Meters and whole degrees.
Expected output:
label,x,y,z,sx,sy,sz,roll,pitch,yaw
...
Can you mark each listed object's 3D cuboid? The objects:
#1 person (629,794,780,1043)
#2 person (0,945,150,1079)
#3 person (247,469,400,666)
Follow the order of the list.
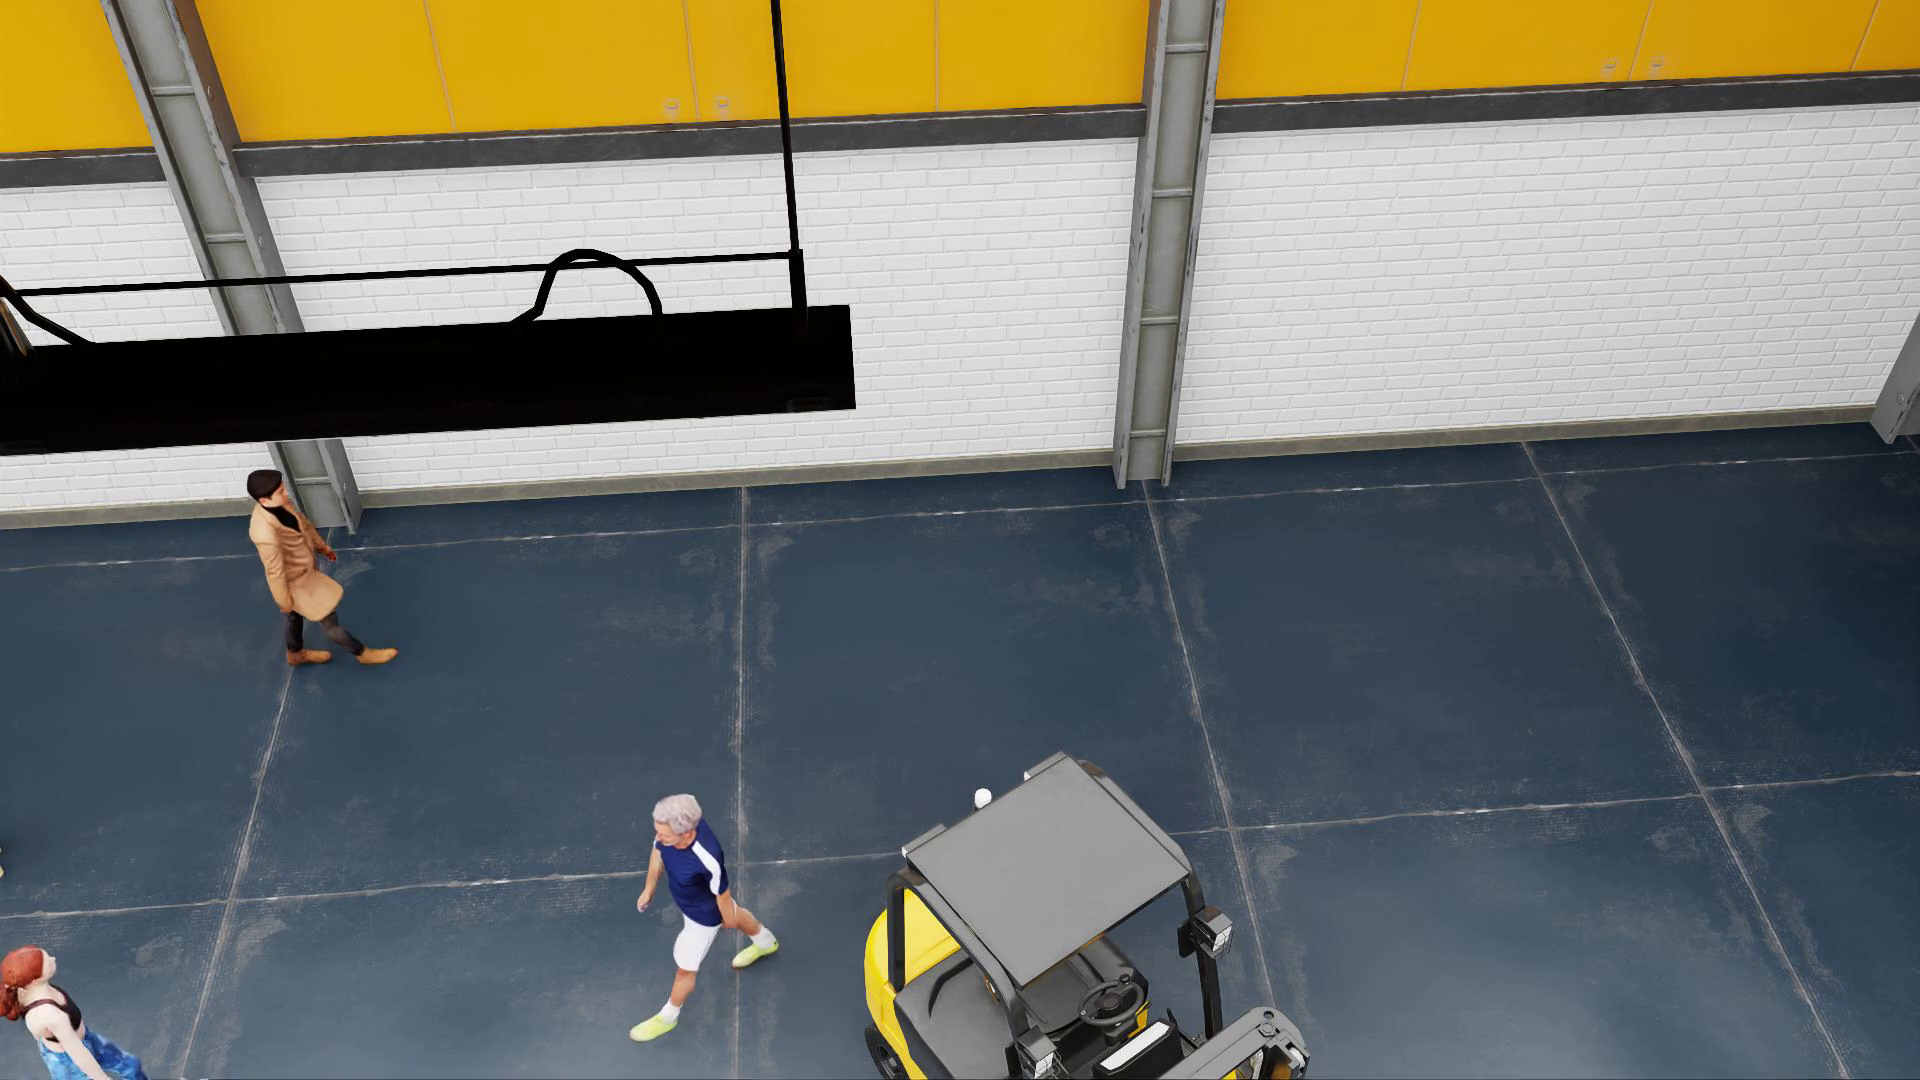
label,x,y,z,sx,sy,sz,roll,pitch,yaw
person,-1.295,1.863,8.820,1.291,1.776,1.042,-26,49,-25
person,-4.361,2.599,8.070,1.080,1.746,1.180,31,52,29
person,-4.334,0.216,10.607,1.000,1.698,0.705,-8,44,-8
